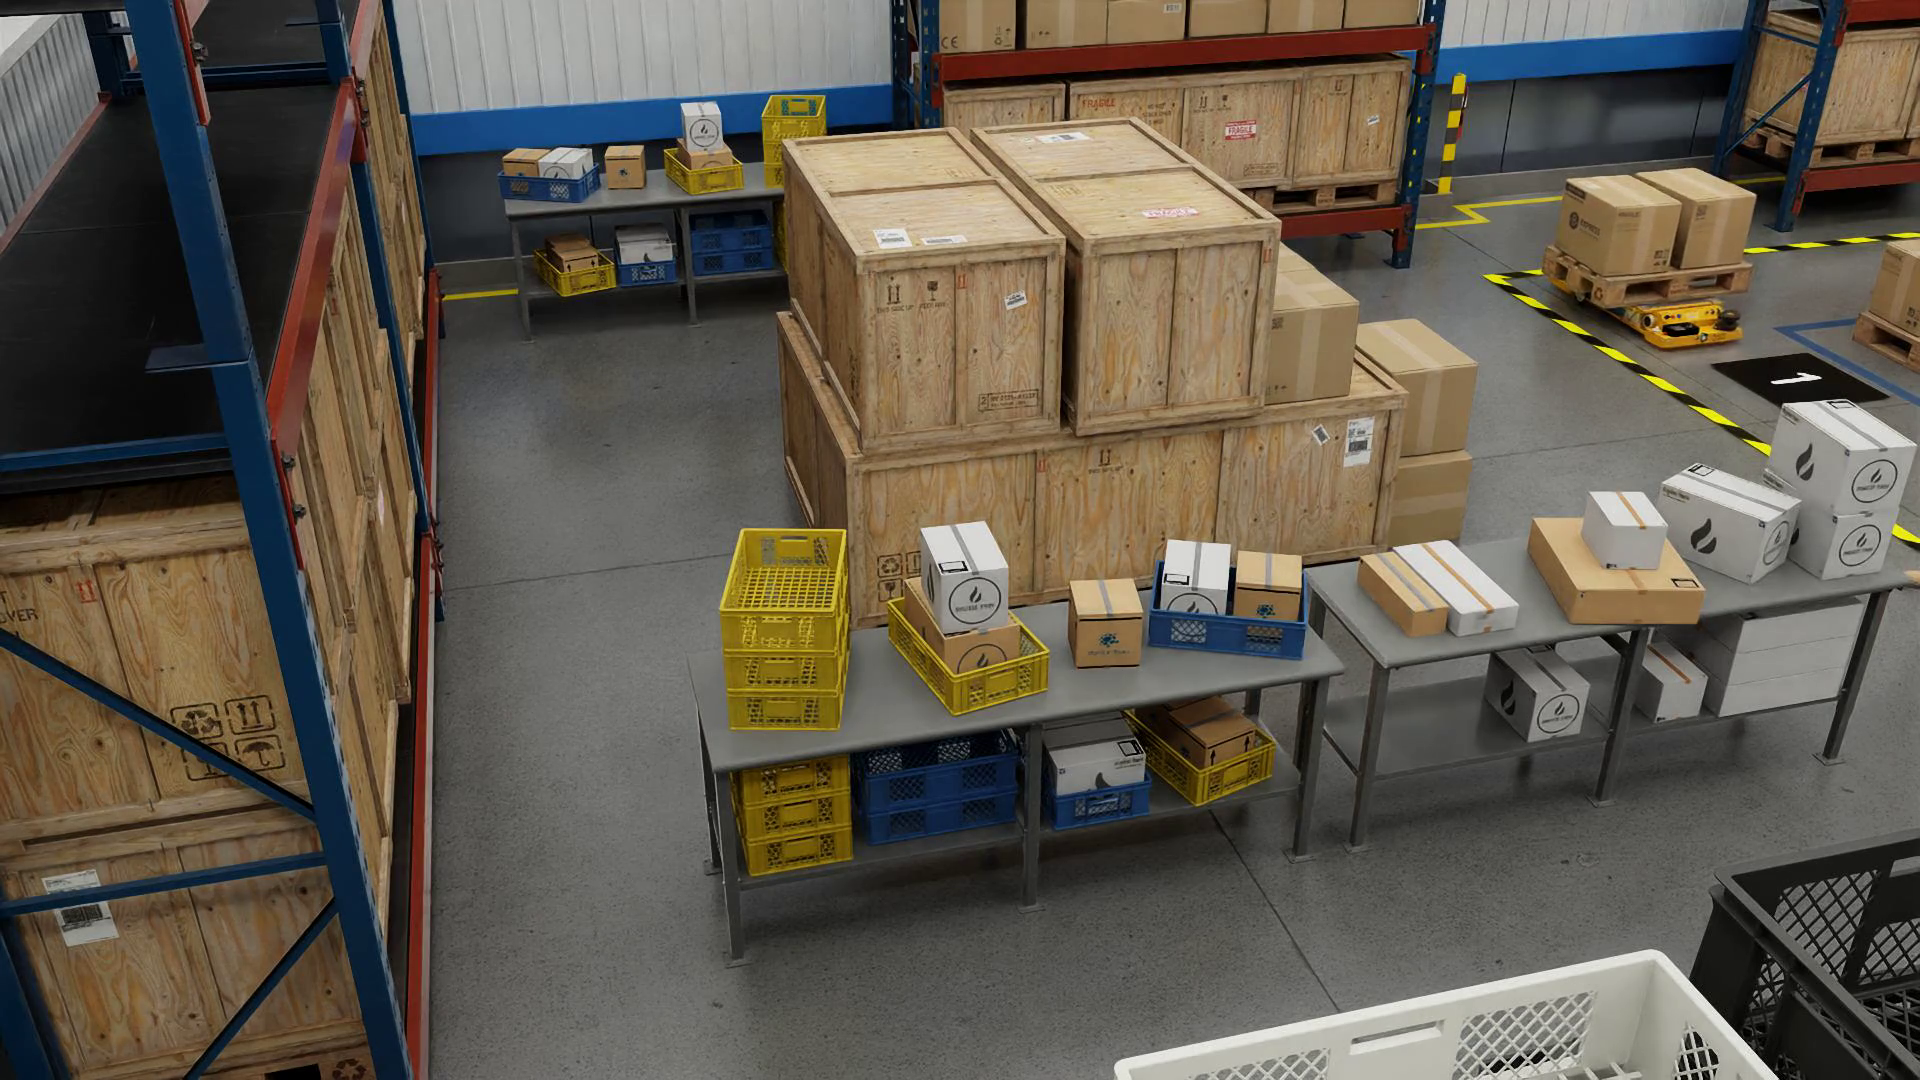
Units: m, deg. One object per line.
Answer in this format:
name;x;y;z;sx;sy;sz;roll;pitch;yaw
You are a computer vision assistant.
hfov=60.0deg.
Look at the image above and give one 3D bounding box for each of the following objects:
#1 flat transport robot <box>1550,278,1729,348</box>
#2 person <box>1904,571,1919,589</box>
flat transport robot;5.080;-1.800;12.355;0.652;0.197;1.431;-7;30;-13
person;5.216;-0.558;8.290;0.365;2.047;0.606;1;29;2
